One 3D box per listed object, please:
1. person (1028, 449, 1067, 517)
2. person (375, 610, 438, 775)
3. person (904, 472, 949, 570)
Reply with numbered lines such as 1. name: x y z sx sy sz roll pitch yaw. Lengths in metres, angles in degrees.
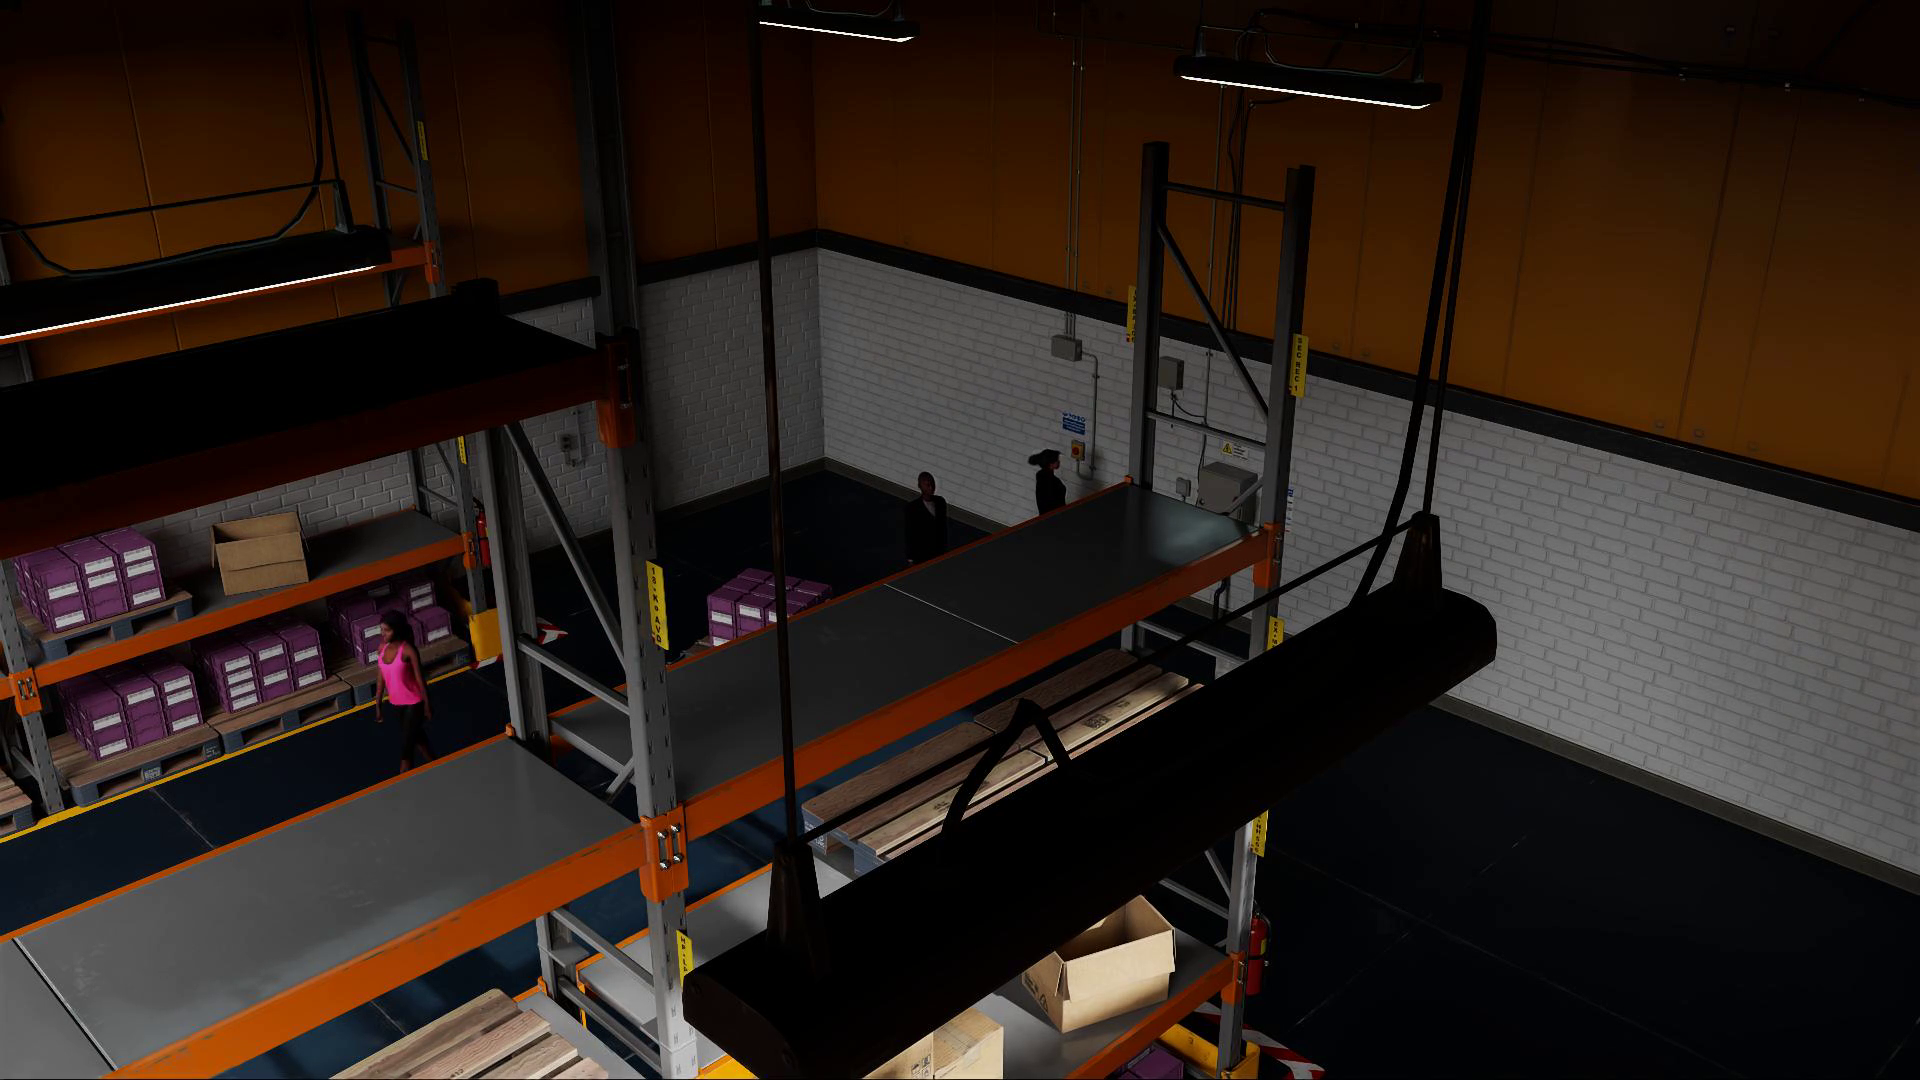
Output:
1. person: 0.928 -0.171 17.290 0.754 1.639 0.692 -6 24 -14
2. person: -4.513 1.331 13.793 0.787 1.689 1.102 11 26 24
3. person: -0.331 0.151 16.402 0.531 1.762 0.732 -17 29 -33
